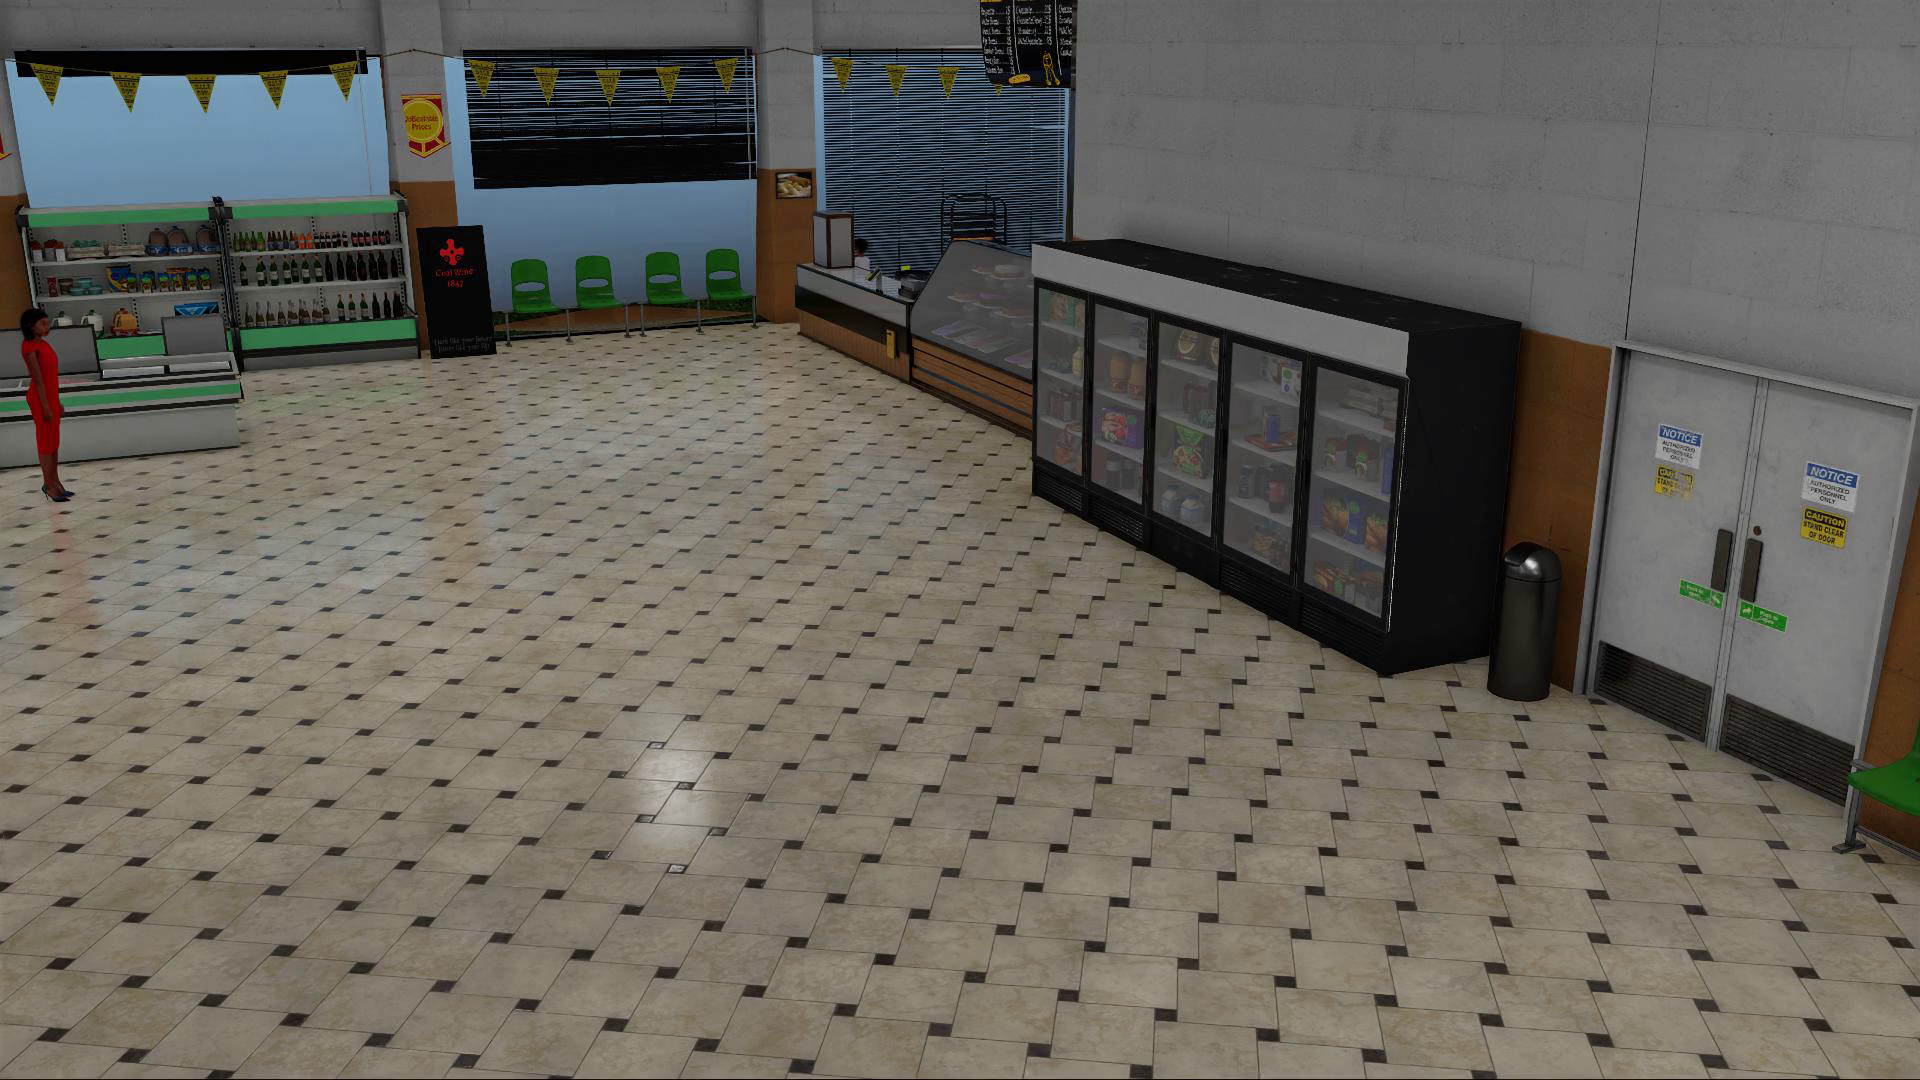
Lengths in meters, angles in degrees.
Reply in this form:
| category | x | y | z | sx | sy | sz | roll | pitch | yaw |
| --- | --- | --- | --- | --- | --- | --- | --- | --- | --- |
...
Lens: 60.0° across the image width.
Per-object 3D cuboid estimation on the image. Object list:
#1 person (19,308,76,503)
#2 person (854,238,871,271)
| category | x | y | z | sx | sy | sz | roll | pitch | yaw |
| --- | --- | --- | --- | --- | --- | --- | --- | --- | --- |
| person | -8.284 | -1.225 | 15.048 | 0.554 | 1.746 | 0.605 | -4 | 17 | -14 |
| person | -1.441 | -3.773 | 24.275 | 0.618 | 1.260 | 0.517 | 15 | 23 | 41 |
